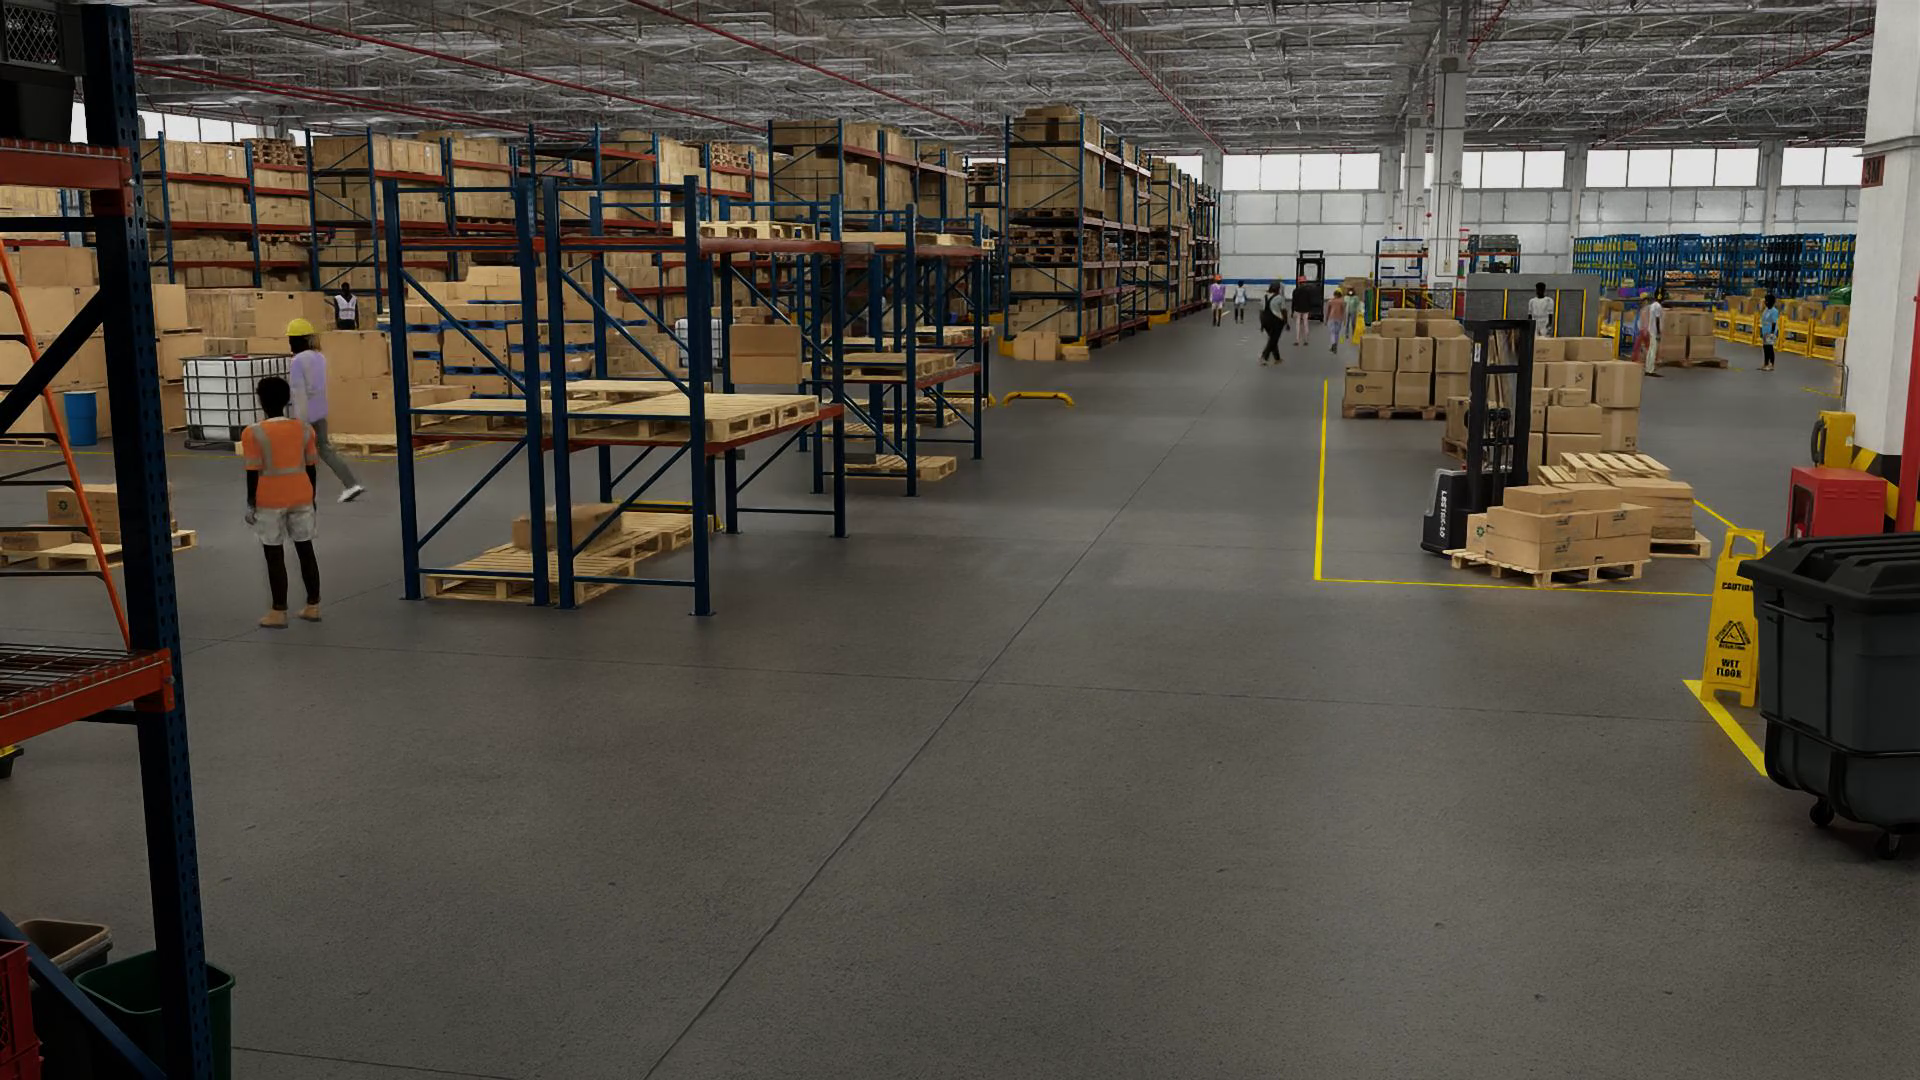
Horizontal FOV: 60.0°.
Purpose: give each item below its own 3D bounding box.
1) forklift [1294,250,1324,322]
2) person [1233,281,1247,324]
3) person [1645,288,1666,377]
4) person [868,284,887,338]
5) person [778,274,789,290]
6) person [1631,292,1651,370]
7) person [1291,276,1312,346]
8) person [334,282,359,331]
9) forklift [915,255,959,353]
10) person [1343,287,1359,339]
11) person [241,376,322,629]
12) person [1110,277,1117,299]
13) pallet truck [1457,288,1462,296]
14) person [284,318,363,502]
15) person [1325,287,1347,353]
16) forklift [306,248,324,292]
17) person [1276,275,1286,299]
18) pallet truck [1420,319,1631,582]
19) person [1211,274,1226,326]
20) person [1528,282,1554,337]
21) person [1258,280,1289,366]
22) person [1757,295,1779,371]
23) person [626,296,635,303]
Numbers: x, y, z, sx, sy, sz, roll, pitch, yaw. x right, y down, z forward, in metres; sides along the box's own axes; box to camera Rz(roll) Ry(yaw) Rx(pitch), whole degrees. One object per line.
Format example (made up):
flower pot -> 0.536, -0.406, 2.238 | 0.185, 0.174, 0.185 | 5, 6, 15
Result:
forklift -> 13.778, -10.002, 65.433 | 1.129, 2.768, 1.873 | 2, 10, 12
person -> 10.820, -9.184, 64.240 | 0.531, 1.649, 0.872 | 0, 10, 3
person -> 14.663, -4.362, 35.026 | 0.332, 1.872, 0.514 | 2, 10, 9
person -> -2.143, -5.684, 42.896 | 0.733, 1.854, 0.632 | -7, 12, -35
person -> -7.442, -10.438, 70.920 | 0.646, 1.899, 0.938 | 2, 10, 11
person -> 15.282, -4.686, 37.346 | 0.787, 1.720, 0.544 | 5, 11, 27
person -> 9.771, -6.550, 47.619 | 0.617, 1.990, 0.393 | -1, 10, -8
person -> -15.191, -5.424, 41.203 | 0.592, 1.911, 0.385 | -9, 13, -42
forklift -> -0.730, -6.174, 42.764 | 1.129, 2.768, 1.873 | 2, 10, 12
person -> 12.174, -7.081, 51.881 | 0.506, 1.623, 0.376 | 3, 10, 20
person -> -4.564, -0.253, 11.201 | 0.317, 1.696, 0.540 | 7, 12, 37
person -> 8.349, -13.767, 90.973 | 0.626, 1.795, 0.979 | 0, 10, 3
pallet truck -> 20.506, -9.785, 68.819 | 0.653, 1.274, 1.630 | 2, 10, 12
person -> -6.572, -1.300, 16.849 | 0.938, 1.890, 0.600 | 1, 10, 8
person -> 9.915, -5.789, 43.858 | 0.544, 1.734, 0.494 | 1, 10, 8
forklift -> -20.097, -7.795, 52.364 | 1.873, 2.768, 1.129 | 2, 10, 12
person -> 13.218, -10.074, 69.019 | 0.598, 1.814, 0.673 | 2, 10, 13
pallet truck -> 4.543, -0.757, 13.299 | 0.823, 1.965, 1.885 | -4, 10, -22
person -> 9.506, -8.817, 61.241 | 0.558, 1.920, 0.476 | 2, 10, 10
person -> 13.267, -4.915, 38.058 | 0.599, 1.958, 0.386 | 9, 13, 43
person -> 7.296, -5.107, 38.928 | 0.971, 2.000, 0.693 | -7, 12, -34
person -> 18.020, -4.613, 37.050 | 0.320, 1.693, 0.537 | 1, 10, 3
person -> -8.093, -5.247, 41.090 | 0.842, 1.590, 0.529 | -1, 10, -7
